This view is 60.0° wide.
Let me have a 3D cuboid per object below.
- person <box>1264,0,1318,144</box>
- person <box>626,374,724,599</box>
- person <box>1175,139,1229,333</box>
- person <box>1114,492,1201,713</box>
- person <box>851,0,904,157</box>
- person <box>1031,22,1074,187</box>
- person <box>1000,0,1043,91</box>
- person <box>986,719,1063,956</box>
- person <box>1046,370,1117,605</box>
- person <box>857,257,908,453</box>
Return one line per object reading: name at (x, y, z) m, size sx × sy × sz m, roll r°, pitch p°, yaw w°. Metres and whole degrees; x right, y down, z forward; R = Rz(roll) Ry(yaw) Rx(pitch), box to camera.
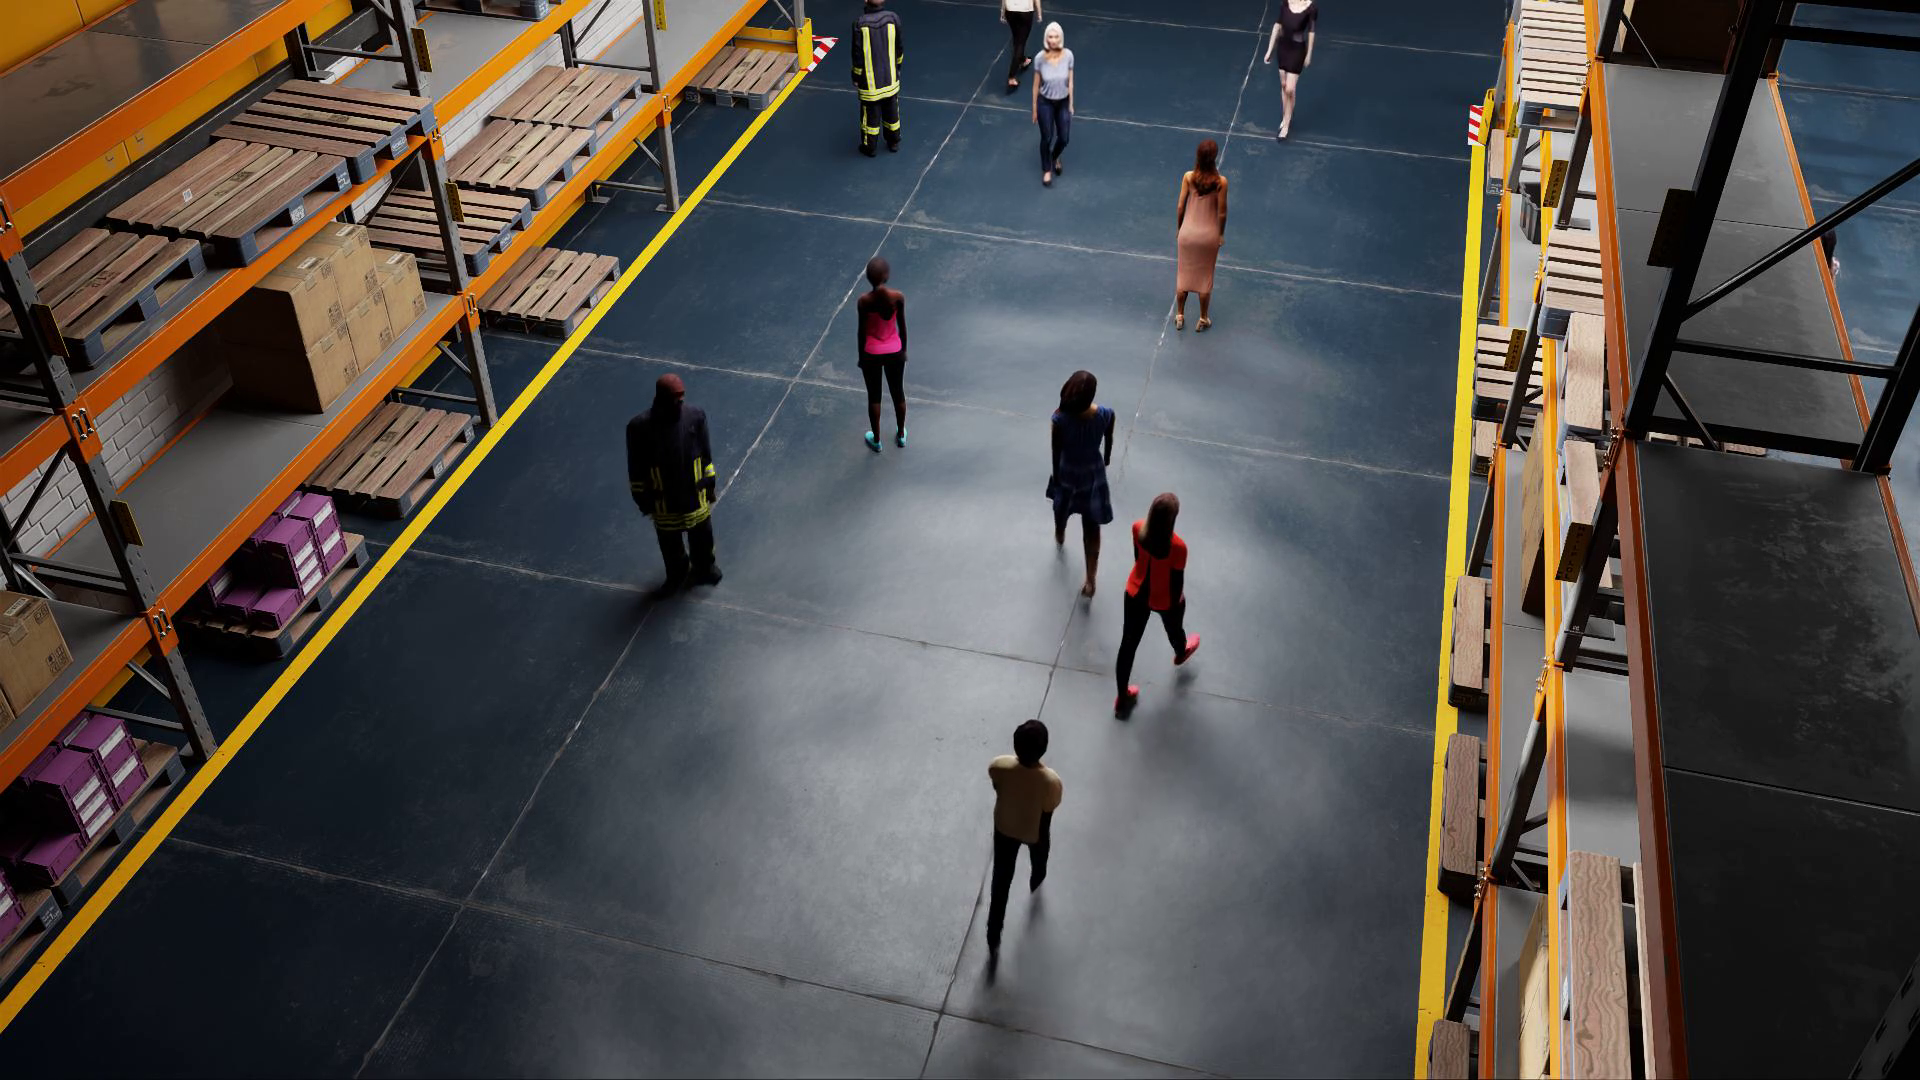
person at (3.628, -5.292, 18.035) m, size 0.768 × 1.813 × 0.890 m, roll 26°, pitch 45°, yaw 28°
person at (-2.062, -0.404, 11.918) m, size 0.906 × 1.808 × 0.925 m, roll -3°, pitch 39°, yaw -4°
person at (2.122, -2.699, 14.773) m, size 0.596 × 1.831 × 0.537 m, roll 13°, pitch 40°, yaw 15°
person at (1.223, 0.442, 10.990) m, size 0.885 × 1.645 × 1.181 m, roll 25°, pitch 45°, yaw 27°
person at (-0.884, -4.985, 17.611) m, size 0.884 × 1.861 × 0.929 m, roll -17°, pitch 42°, yaw -20°
person at (0.953, -4.521, 17.149) m, size 0.685 × 1.712 × 0.716 m, roll -3°, pitch 39°, yaw -3°
person at (0.658, -5.983, 19.009) m, size 0.794 × 1.676 × 1.133 m, roll 20°, pitch 43°, yaw 23°
person at (0.321, 1.698, 9.491) m, size 0.586 × 1.551 × 1.003 m, roll 9°, pitch 39°, yaw 11°
person at (0.889, -0.359, 11.901) m, size 0.900 × 1.759 × 1.240 m, roll -3°, pitch 39°, yaw -4°
person at (-0.621, -1.488, 13.342) m, size 0.660 × 1.724 × 0.689 m, roll -10°, pitch 40°, yaw -12°
